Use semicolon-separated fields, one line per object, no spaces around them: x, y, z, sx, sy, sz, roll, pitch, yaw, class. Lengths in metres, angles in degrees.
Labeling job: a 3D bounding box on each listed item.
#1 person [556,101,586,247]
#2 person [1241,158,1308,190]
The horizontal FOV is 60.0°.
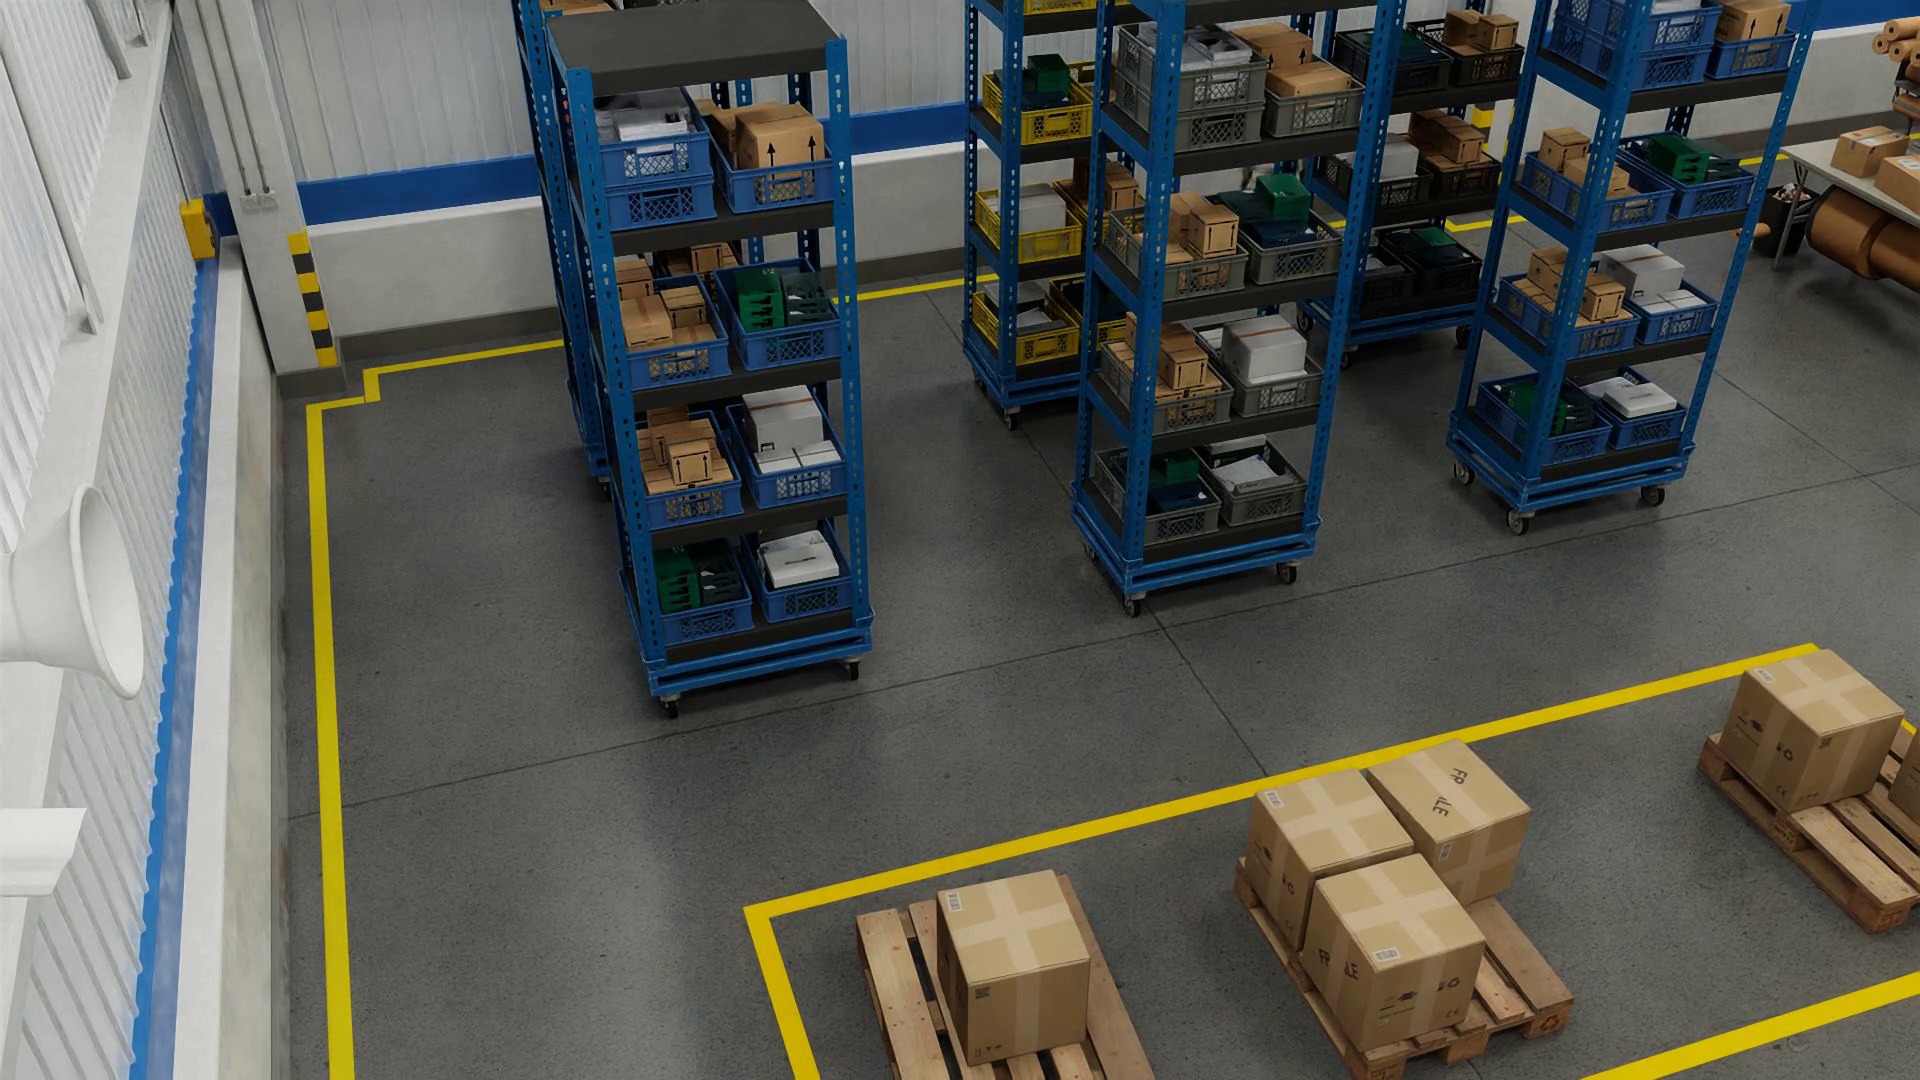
-2.536;-2.108;11.534;0.609;1.996;0.383;25;42;31;person
2.418;-2.757;12.761;0.523;1.636;0.310;2;35;3;person
